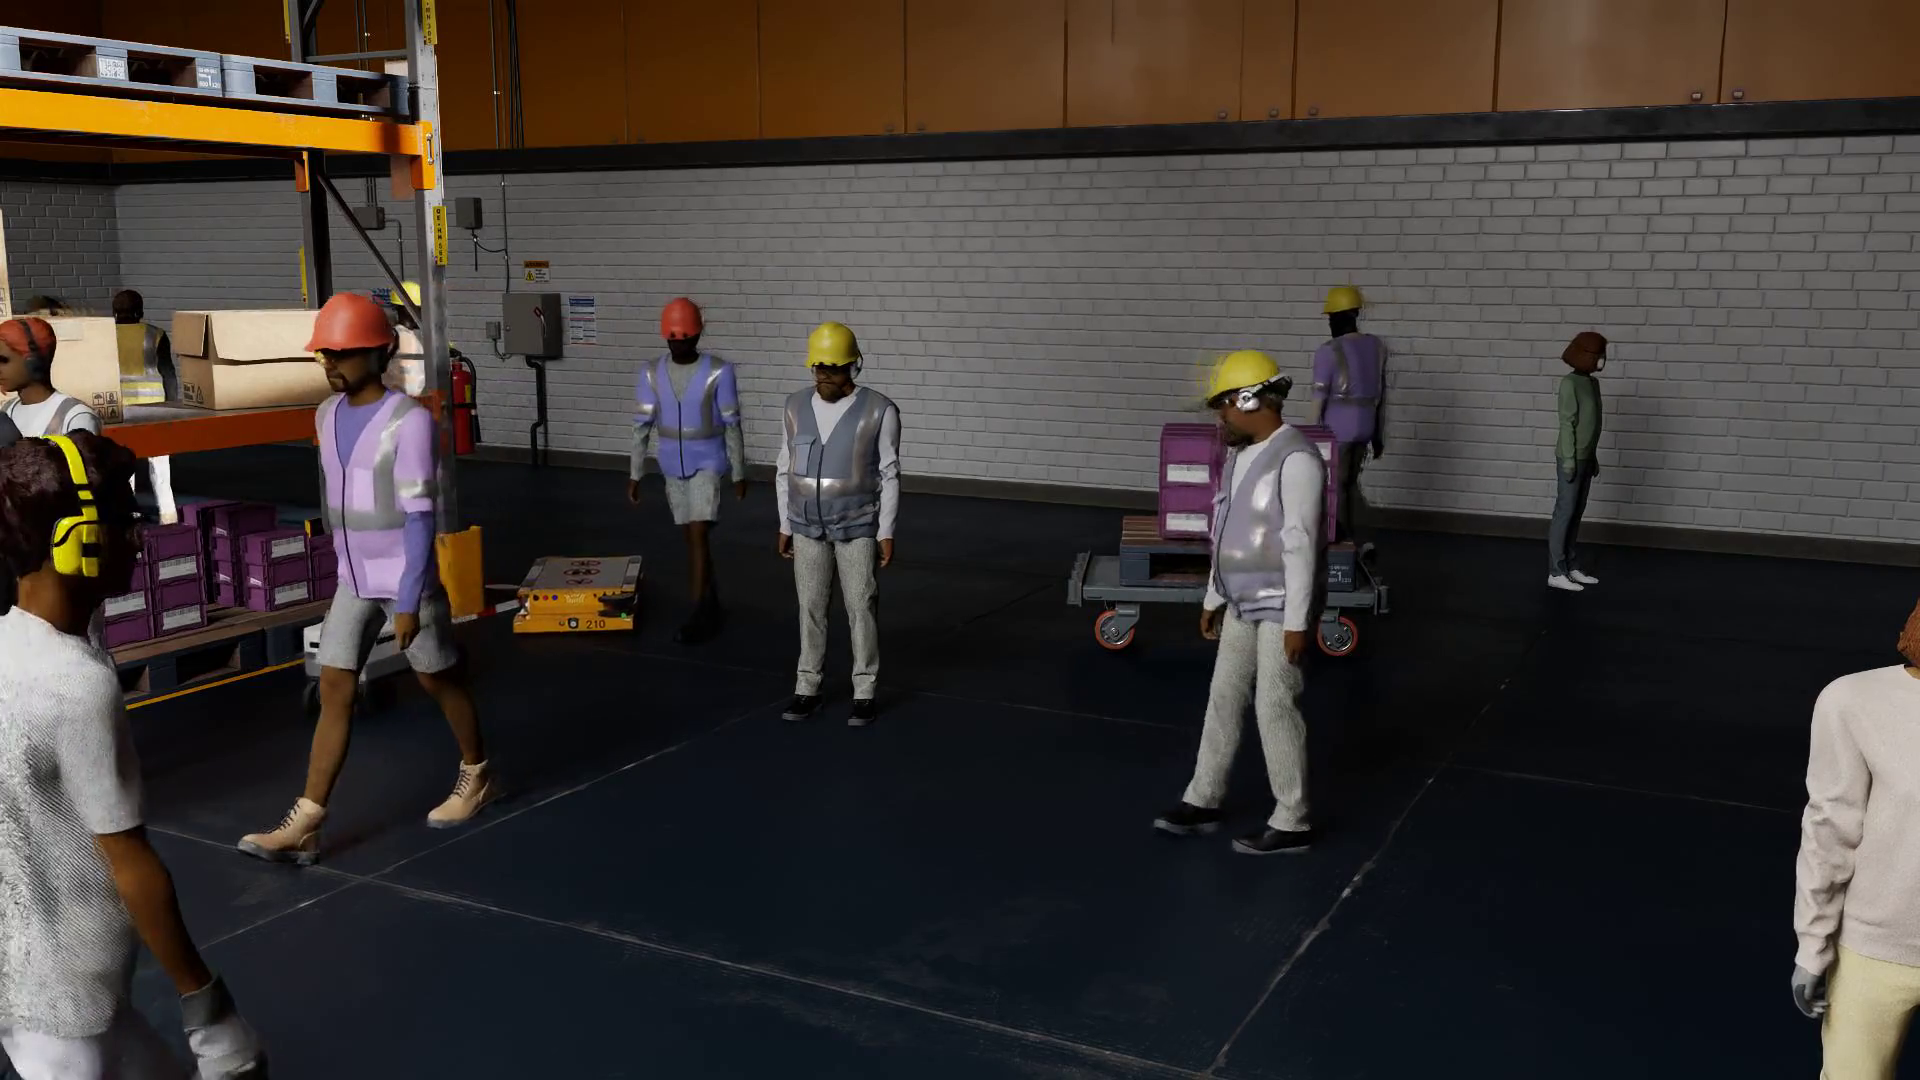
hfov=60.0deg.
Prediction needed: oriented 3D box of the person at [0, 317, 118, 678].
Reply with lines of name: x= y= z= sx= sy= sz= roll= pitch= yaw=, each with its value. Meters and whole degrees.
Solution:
person: x=-3.494 y=0.088 z=6.417 sx=0.583 sy=1.882 sz=0.337 roll=6 pitch=11 yaw=30

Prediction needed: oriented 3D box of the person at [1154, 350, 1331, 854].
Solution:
person: x=1.024 y=0.229 z=5.897 sx=0.546 sy=1.792 sz=0.603 roll=-3 pitch=10 yaw=-16

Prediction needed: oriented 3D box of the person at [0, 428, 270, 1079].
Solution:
person: x=-1.374 y=0.743 z=2.757 sx=0.657 sy=1.846 sz=0.510 roll=-8 pitch=13 yaw=-40

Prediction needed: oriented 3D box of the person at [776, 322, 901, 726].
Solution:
person: x=-0.562 y=-0.068 z=7.503 sx=0.588 sy=1.823 sz=0.403 roll=3 pitch=10 yaw=16

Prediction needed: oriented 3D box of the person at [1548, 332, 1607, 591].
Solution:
person: x=3.933 y=-0.504 z=10.576 sx=0.289 sy=1.633 sz=0.498 roll=8 pitch=12 yaw=37

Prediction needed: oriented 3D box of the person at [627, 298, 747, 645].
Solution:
person: x=-1.511 y=-0.387 z=9.185 sx=0.570 sy=1.873 sz=0.939 roll=2 pitch=10 yaw=14

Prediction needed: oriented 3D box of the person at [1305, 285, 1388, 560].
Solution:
person: x=2.519 y=-0.711 z=10.936 sx=0.622 sy=1.913 sz=0.402 roll=-6 pitch=11 yaw=-31

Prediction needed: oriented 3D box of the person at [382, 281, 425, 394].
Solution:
person: x=-4.089 y=-0.947 z=12.352 sx=0.402 sy=1.943 sz=0.600 roll=-5 pitch=11 yaw=-25

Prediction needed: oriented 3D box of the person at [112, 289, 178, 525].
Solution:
person: x=-6.421 y=-1.024 z=12.982 sx=0.626 sy=1.844 sz=0.429 roll=-2 pitch=10 yaw=-11

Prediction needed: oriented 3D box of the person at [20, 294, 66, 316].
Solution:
person: x=-5.069 y=-0.462 z=9.582 sx=0.649 sy=1.906 sz=0.917 roll=6 pitch=11 yaw=31

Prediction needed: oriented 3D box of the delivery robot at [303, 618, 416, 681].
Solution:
delivery robot: x=-2.753 y=0.456 z=7.850 sx=0.477 sy=0.478 sz=0.707 roll=3 pitch=11 yaw=19

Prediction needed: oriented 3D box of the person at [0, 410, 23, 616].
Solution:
person: x=-3.352 y=0.229 z=5.446 sx=0.376 sy=1.940 sz=0.629 roll=6 pitch=11 yaw=30

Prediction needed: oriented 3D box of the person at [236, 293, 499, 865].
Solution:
person: x=-2.065 y=0.134 z=5.870 sx=0.629 sy=1.980 sz=1.062 roll=6 pitch=11 yaw=30

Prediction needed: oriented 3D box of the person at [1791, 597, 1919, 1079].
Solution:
person: x=1.816 y=0.792 z=3.091 sx=0.497 sy=1.629 sz=0.277 roll=4 pitch=11 yaw=22

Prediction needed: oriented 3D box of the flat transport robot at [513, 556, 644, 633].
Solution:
flat transport robot: x=-2.237 y=0.298 z=9.868 sx=0.652 sy=0.197 sz=1.431 roll=-1 pitch=10 yaw=-8
